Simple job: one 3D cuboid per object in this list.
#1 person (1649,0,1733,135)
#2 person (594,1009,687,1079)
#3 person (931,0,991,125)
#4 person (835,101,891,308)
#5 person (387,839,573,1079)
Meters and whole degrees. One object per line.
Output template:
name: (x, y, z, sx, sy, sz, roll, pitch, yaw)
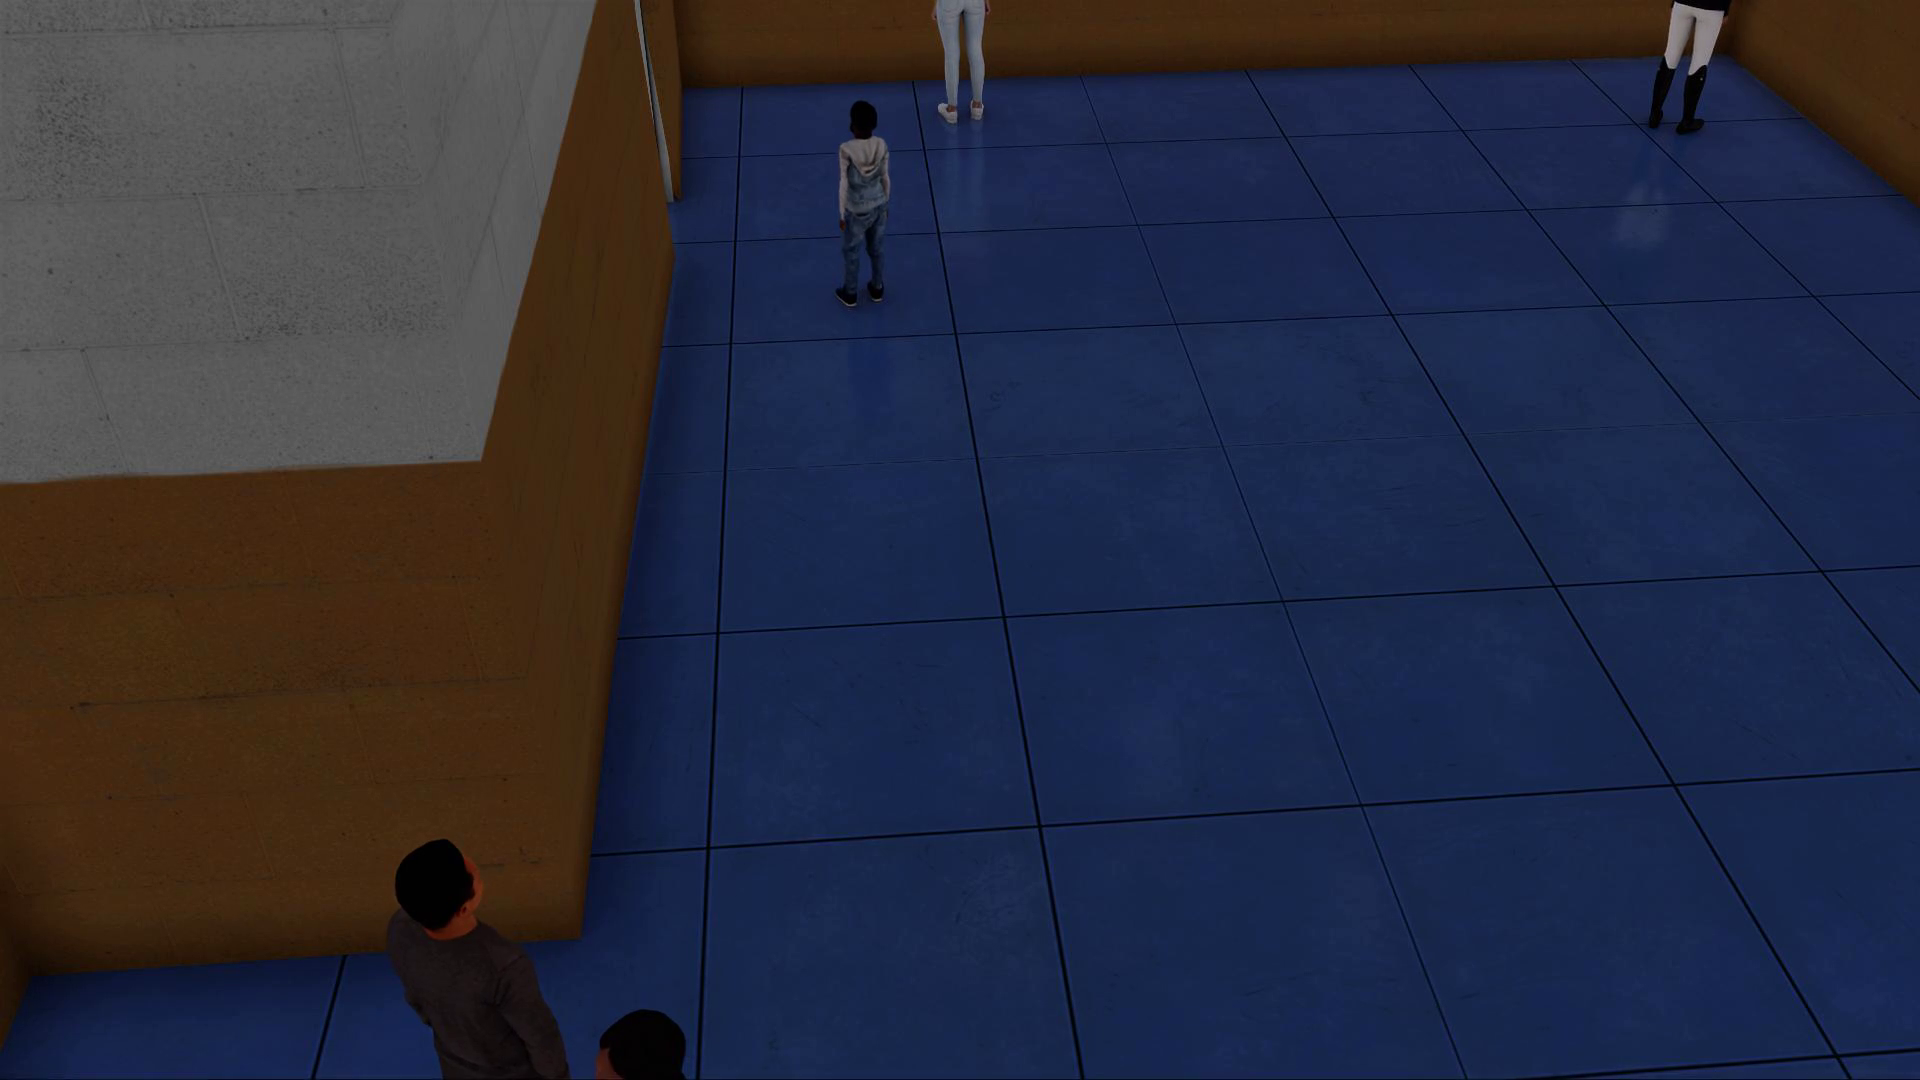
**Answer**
person: (5.255, -3.767, 11.842, 0.672, 1.728, 0.727, 29, 46, 33)
person: (-0.775, 1.833, 4.383, 0.665, 1.743, 0.714, 29, 46, 33)
person: (0.005, -3.887, 11.998, 0.520, 1.750, 0.683, -8, 38, -11)
person: (-0.569, -1.991, 9.883, 0.534, 1.257, 0.628, -17, 40, -22)
person: (-1.356, 1.506, 4.797, 0.650, 1.768, 0.779, -12, 38, -15)
